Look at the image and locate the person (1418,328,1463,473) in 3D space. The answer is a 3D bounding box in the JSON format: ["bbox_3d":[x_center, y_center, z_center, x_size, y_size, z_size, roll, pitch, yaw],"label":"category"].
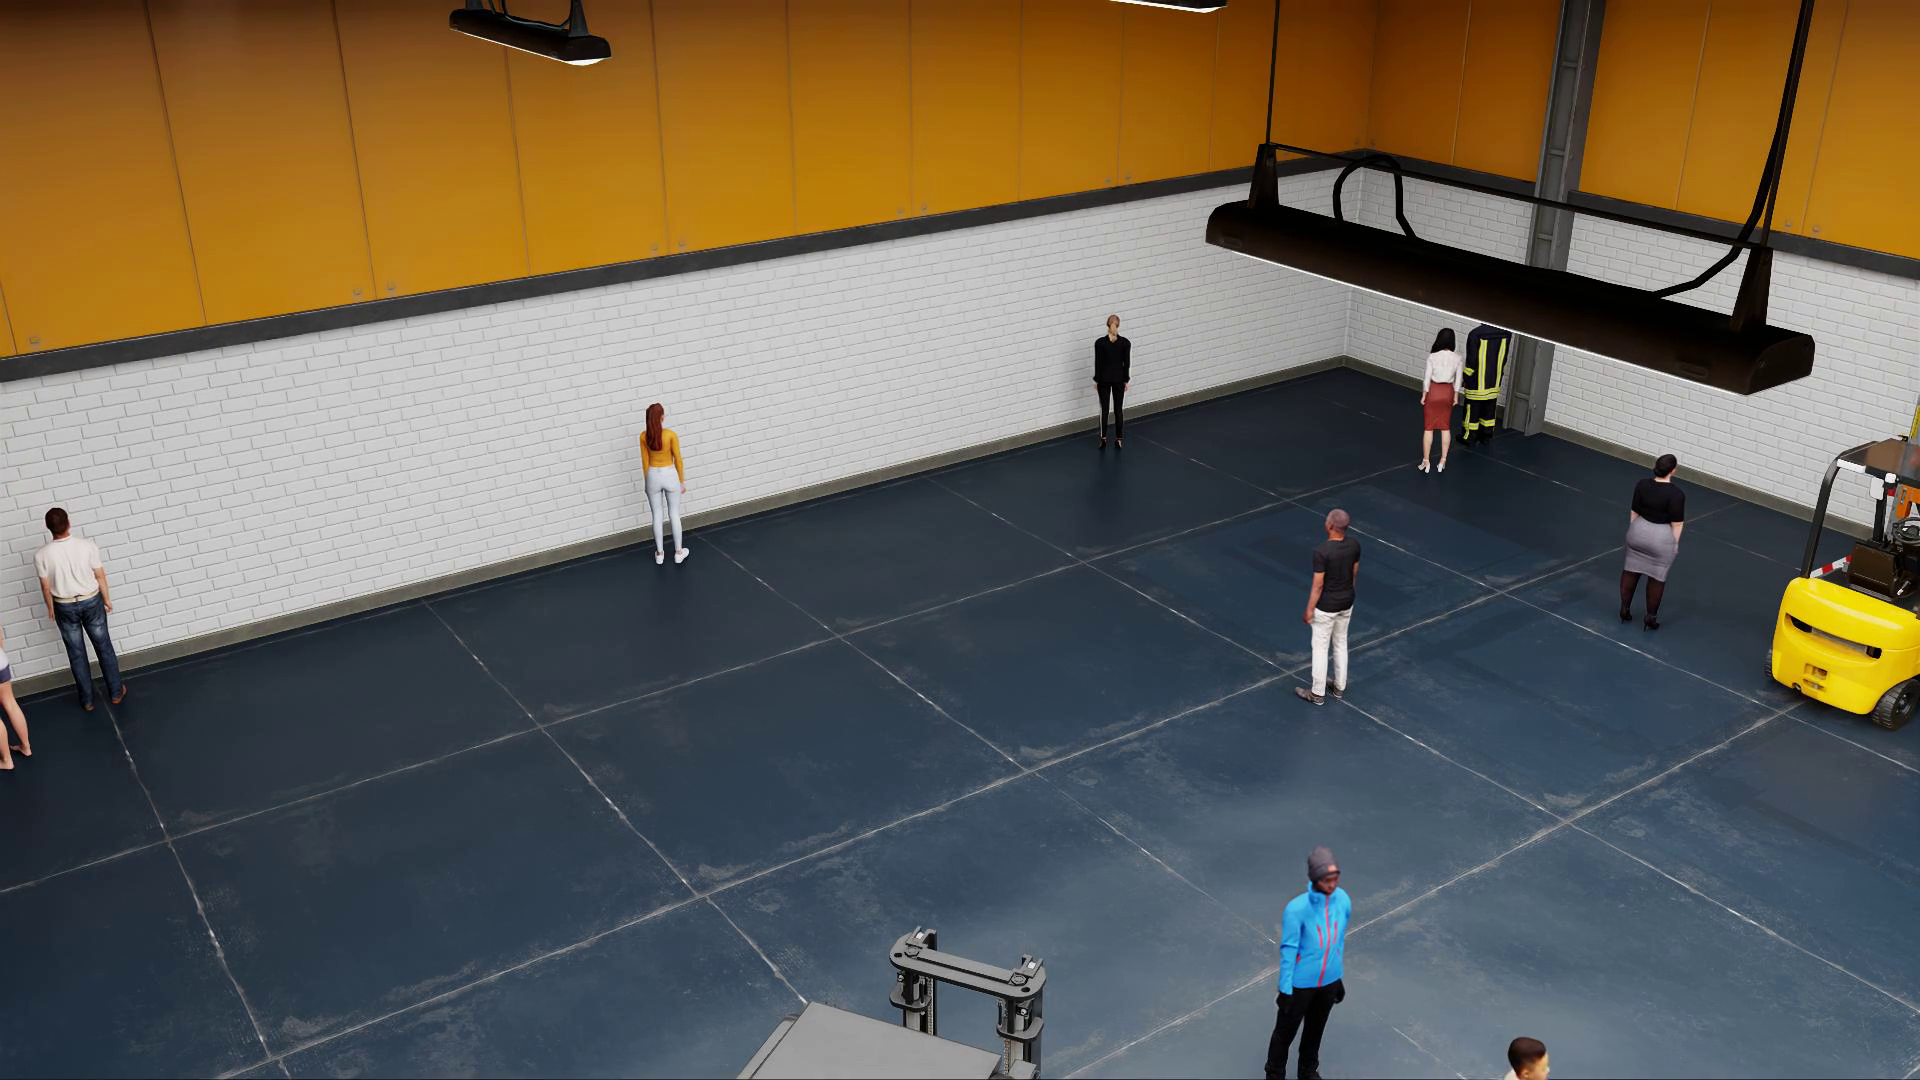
[{"bbox_3d":[5.644,-1.649,19.605,0.676,1.750,0.697,0,24,-1],"label":"person"}]

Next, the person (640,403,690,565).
[{"bbox_3d":[-3.069,-0.591,17.182,0.685,1.751,0.725,0,24,0],"label":"person"}]

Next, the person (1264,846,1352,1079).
[{"bbox_3d":[2.070,2.588,9.857,0.647,1.793,0.593,-10,26,-22],"label":"person"}]

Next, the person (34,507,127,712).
[{"bbox_3d":[-7.609,0.585,14.360,0.673,1.856,0.589,-13,27,-27],"label":"person"}]

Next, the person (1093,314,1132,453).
[{"bbox_3d":[1.843,-1.913,20.262,0.684,1.706,0.715,1,24,2],"label":"person"}]

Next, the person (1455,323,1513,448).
[{"bbox_3d":[6.445,-2.055,20.443,0.834,1.823,0.804,-6,24,-14],"label":"person"}]

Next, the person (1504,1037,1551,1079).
[{"bbox_3d":[2.827,3.224,8.850,1.052,1.435,0.975,5,24,11],"label":"person"}]

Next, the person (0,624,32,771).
[{"bbox_3d":[-7.873,1.044,13.466,0.731,1.733,0.687,6,24,14],"label":"person"}]

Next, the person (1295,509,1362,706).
[{"bbox_3d":[3.233,0.572,14.455,0.679,1.805,0.621,-13,27,-26],"label":"person"}]

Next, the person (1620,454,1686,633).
[{"bbox_3d":[6.569,0.013,15.790,0.743,1.760,0.576,-19,30,-37],"label":"person"}]
